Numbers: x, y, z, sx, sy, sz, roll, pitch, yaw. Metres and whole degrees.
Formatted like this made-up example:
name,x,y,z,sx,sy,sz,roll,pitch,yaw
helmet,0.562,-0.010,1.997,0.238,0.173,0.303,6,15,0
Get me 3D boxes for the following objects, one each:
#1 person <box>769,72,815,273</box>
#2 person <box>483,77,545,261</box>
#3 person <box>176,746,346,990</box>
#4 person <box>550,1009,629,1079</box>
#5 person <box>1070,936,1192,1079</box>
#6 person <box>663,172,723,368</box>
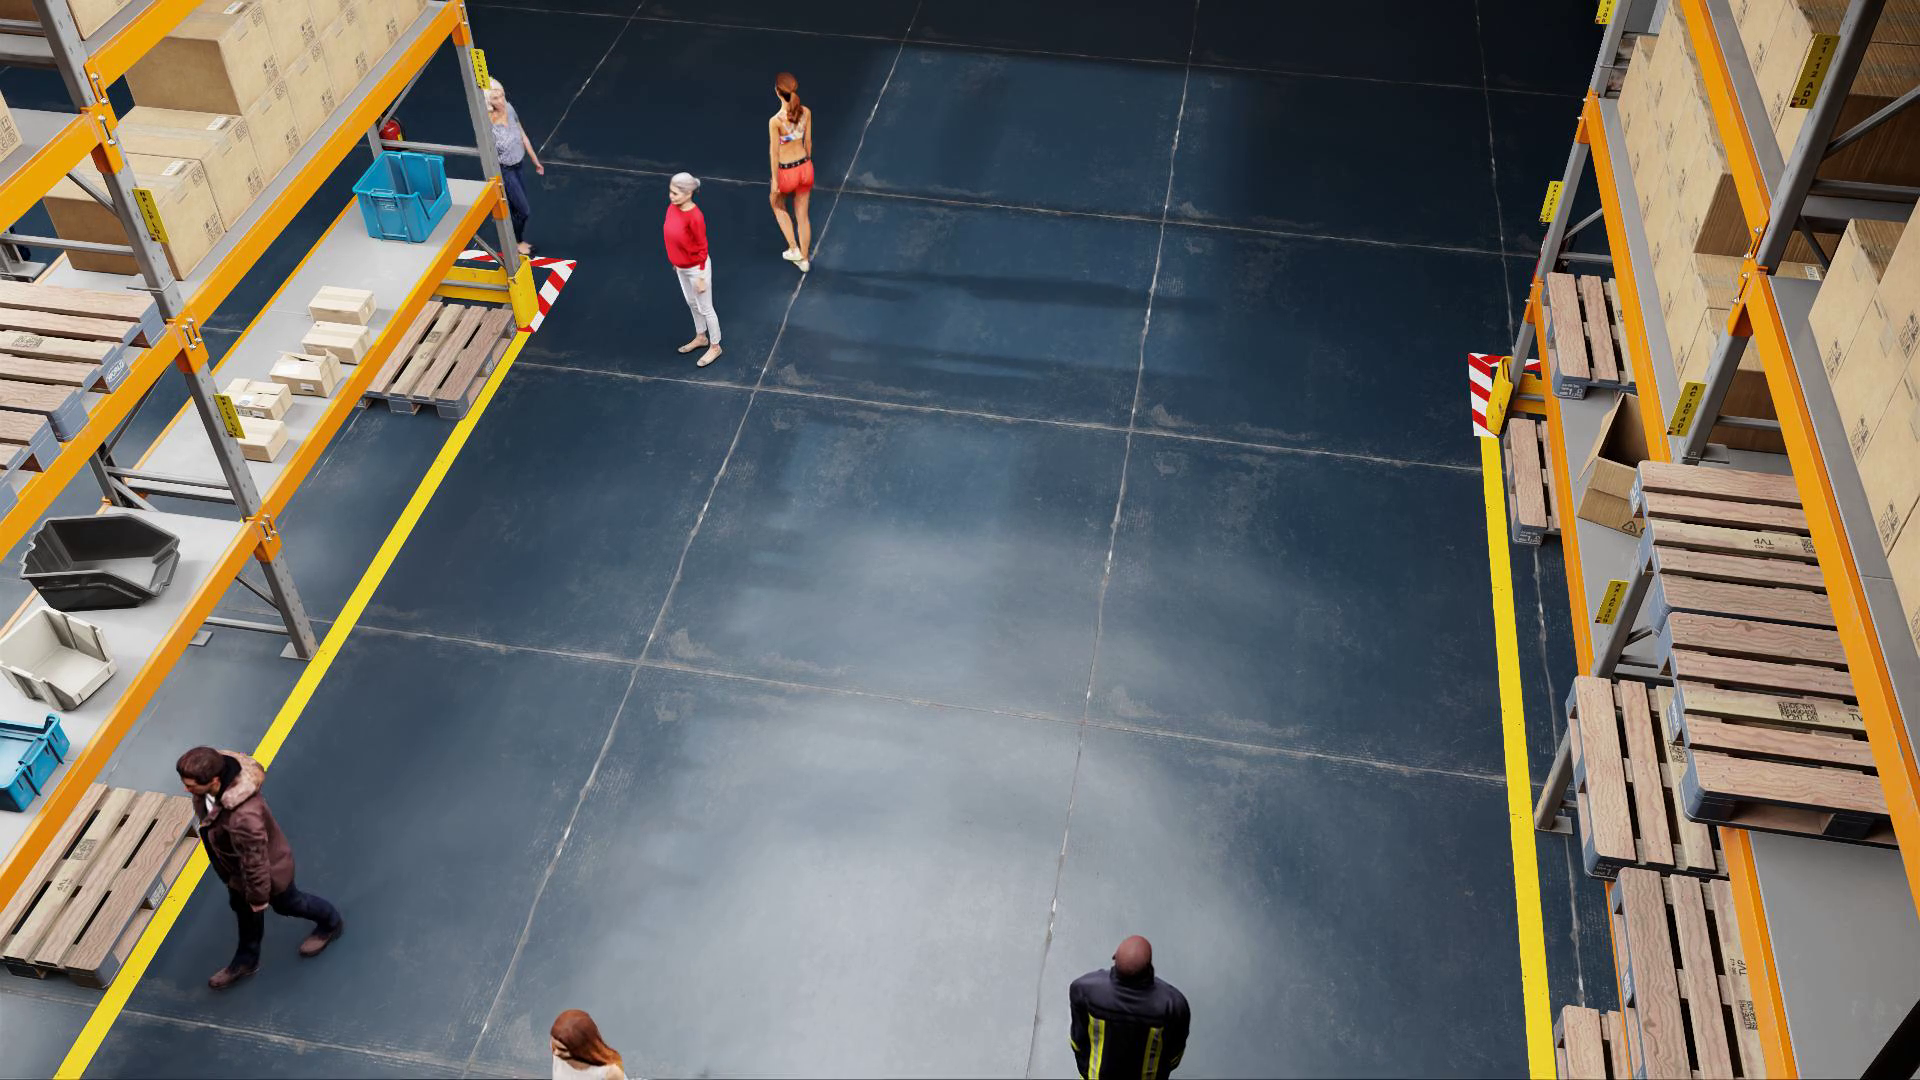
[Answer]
name,x,y,z,sx,sy,sz,roll,pitch,yaw
person,-1.349,-3.011,13.898,0.728,1.779,0.788,-26,49,-25
person,-3.911,-3.162,14.111,0.715,1.705,0.595,14,45,14
person,-3.728,1.681,8.945,1.065,1.819,1.167,34,53,31
person,-1.665,2.681,7.973,0.638,1.711,0.645,18,47,18
person,0.806,2.478,8.105,0.727,1.823,0.635,7,44,8
person,-2.091,-2.134,13.039,0.692,1.695,0.648,-32,52,-29
